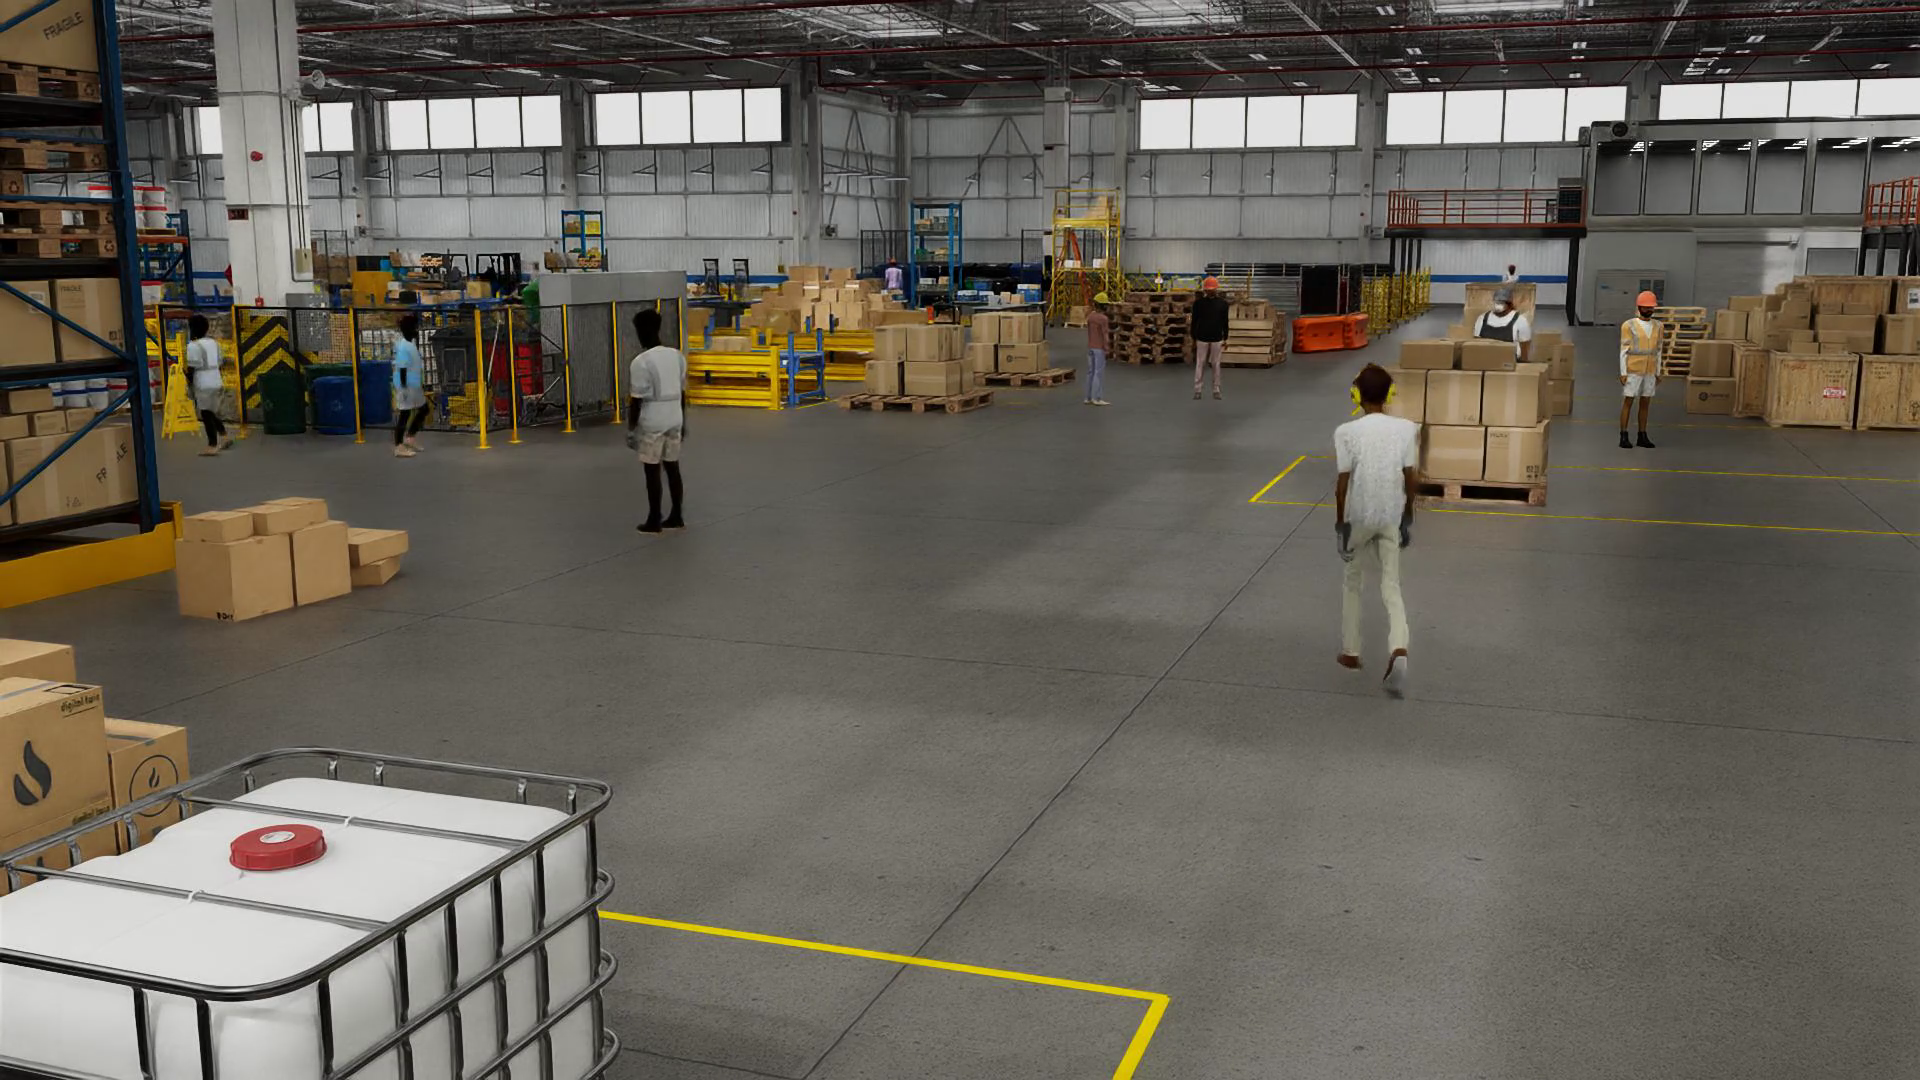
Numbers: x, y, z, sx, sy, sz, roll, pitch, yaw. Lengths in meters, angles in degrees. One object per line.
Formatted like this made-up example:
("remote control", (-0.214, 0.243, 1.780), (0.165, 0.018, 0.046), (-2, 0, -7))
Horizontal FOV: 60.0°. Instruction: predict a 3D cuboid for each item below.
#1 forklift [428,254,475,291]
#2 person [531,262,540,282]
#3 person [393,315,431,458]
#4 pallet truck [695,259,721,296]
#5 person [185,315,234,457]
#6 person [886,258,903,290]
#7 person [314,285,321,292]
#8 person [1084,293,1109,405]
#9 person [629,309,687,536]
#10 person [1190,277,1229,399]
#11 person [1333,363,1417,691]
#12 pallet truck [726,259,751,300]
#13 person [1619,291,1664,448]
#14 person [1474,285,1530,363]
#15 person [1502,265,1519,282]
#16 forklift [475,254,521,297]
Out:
("forklift", (-20.133, -10.254, 65.465), (1.157, 1.987, 2.680), (3, 11, 19))
("person", (-15.604, -9.338, 61.533), (0.987, 1.854, 0.656), (-3, 11, -16))
("person", (-6.533, -1.819, 19.697), (0.445, 1.678, 0.546), (-1, 10, -7))
("pallet truck", (-9.165, -9.627, 62.776), (0.823, 1.965, 1.885), (4, 11, 23))
("person", (-8.932, -1.817, 19.680), (0.361, 1.687, 0.545), (1, 10, 6))
("person", (-2.368, -9.160, 60.083), (0.618, 2.019, 0.702), (0, 10, 3))
("person", (-12.814, -4.203, 33.008), (0.886, 1.729, 0.535), (4, 11, 22))
("person", (2.171, -2.981, 26.027), (0.330, 1.761, 0.526), (-5, 11, -28))
("person", (-2.611, -1.007, 14.353), (0.397, 1.960, 0.614), (7, 12, 33))
("person", (4.050, -3.265, 26.978), (0.625, 1.984, 0.392), (1, 10, 4))
("person", (2.384, -0.082, 9.507), (0.513, 1.842, 0.863), (0, 10, 0))
("pallet truck", (-7.986, -9.493, 62.019), (0.823, 1.965, 1.885), (3, 11, 17))
("person", (8.403, -2.091, 20.503), (0.550, 1.937, 0.357), (-1, 10, -8))
("person", (6.907, -2.275, 21.248), (0.687, 2.000, 0.865), (9, 13, 41))
("person", (17.801, -7.916, 53.566), (0.606, 1.841, 0.923), (-3, 10, -15))
("forklift", (-17.990, -10.121, 64.684), (1.157, 1.987, 2.680), (3, 11, 17))
